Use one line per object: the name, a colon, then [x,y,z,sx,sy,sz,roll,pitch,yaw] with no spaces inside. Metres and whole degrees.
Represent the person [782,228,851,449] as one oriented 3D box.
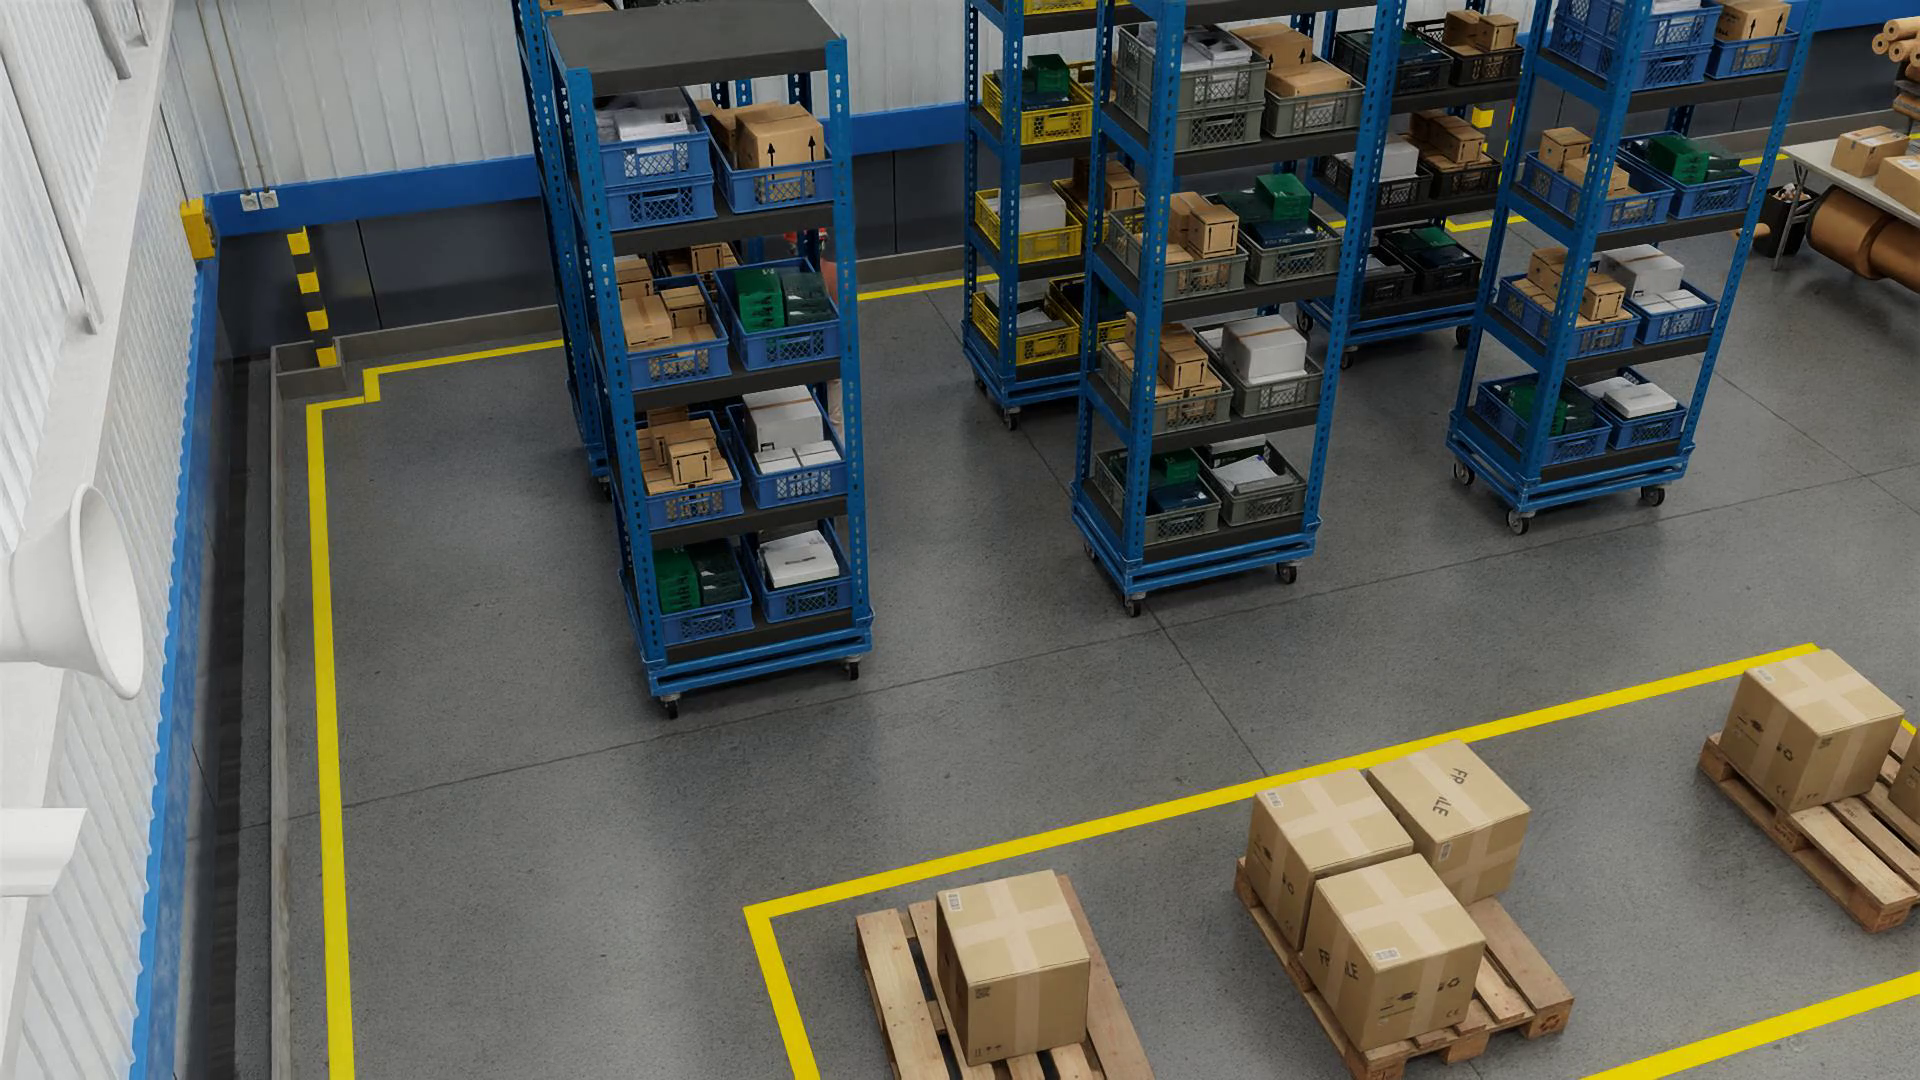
person: [-0.885,-1.065,10.076,0.626,1.979,0.411,-29,45,-35]
